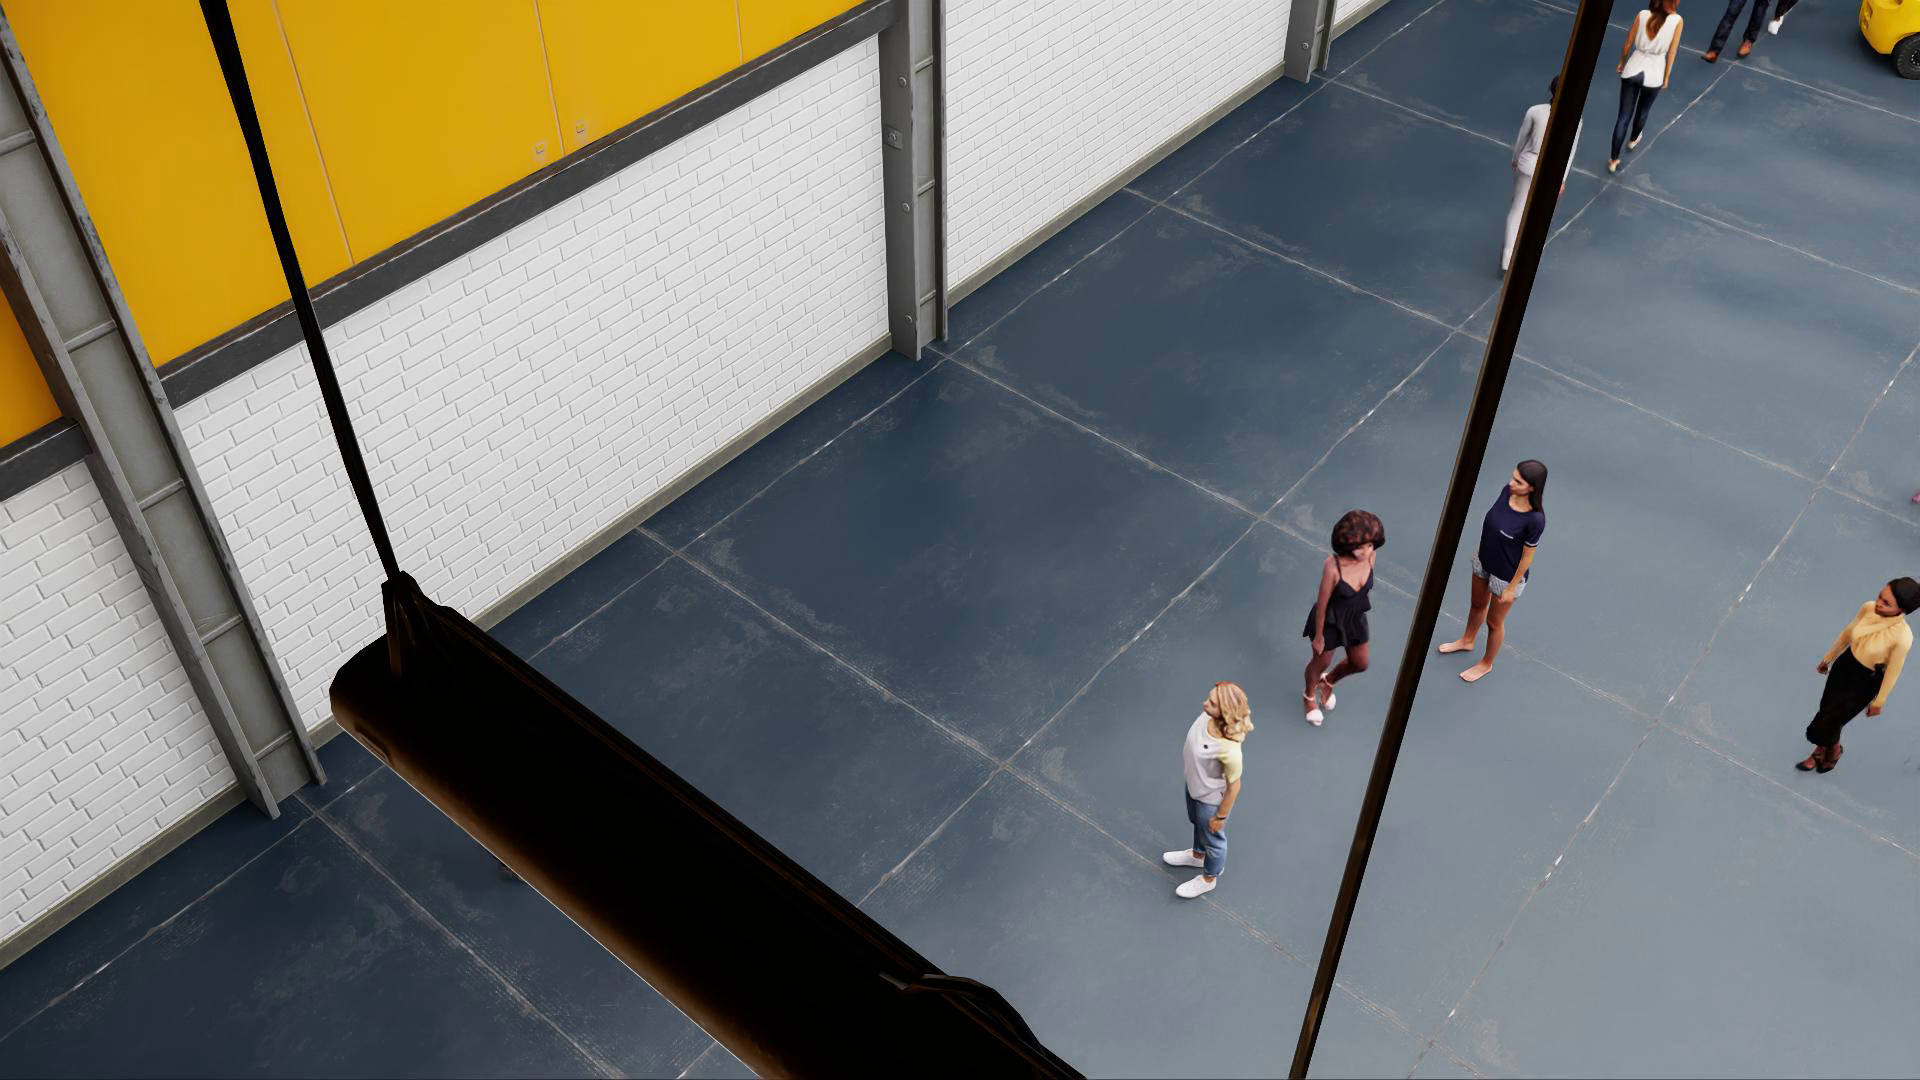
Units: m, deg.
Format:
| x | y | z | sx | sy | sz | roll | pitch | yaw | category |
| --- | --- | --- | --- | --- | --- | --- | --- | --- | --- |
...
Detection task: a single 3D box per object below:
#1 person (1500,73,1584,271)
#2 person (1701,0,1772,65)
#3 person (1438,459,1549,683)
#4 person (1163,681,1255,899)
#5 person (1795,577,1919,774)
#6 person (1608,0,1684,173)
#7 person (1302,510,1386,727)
| x | y | z | sx | sy | sz | roll | pitch | yaw | category |
| --- | --- | --- | --- | --- | --- | --- | --- | --- | --- |
| 4.837 | -3.051 | 13.947 | 0.856 | 1.699 | 1.192 | 17 | 46 | 17 | person |
| 8.043 | -5.640 | 16.628 | 0.673 | 1.748 | 1.148 | 31 | 52 | 28 | person |
| 3.420 | 0.178 | 10.508 | 0.673 | 1.767 | 0.652 | -13 | 45 | -14 | person |
| 1.406 | 1.382 | 9.276 | 0.747 | 1.723 | 0.710 | -8 | 44 | -8 | person |
| 5.397 | 0.847 | 9.894 | 0.795 | 1.644 | 0.739 | -6 | 44 | -6 | person |
| 6.164 | -4.147 | 15.054 | 0.787 | 1.758 | 1.038 | 18 | 47 | 18 | person |
| 2.274 | 0.451 | 10.215 | 0.663 | 1.776 | 0.743 | -18 | 47 | -18 | person |
